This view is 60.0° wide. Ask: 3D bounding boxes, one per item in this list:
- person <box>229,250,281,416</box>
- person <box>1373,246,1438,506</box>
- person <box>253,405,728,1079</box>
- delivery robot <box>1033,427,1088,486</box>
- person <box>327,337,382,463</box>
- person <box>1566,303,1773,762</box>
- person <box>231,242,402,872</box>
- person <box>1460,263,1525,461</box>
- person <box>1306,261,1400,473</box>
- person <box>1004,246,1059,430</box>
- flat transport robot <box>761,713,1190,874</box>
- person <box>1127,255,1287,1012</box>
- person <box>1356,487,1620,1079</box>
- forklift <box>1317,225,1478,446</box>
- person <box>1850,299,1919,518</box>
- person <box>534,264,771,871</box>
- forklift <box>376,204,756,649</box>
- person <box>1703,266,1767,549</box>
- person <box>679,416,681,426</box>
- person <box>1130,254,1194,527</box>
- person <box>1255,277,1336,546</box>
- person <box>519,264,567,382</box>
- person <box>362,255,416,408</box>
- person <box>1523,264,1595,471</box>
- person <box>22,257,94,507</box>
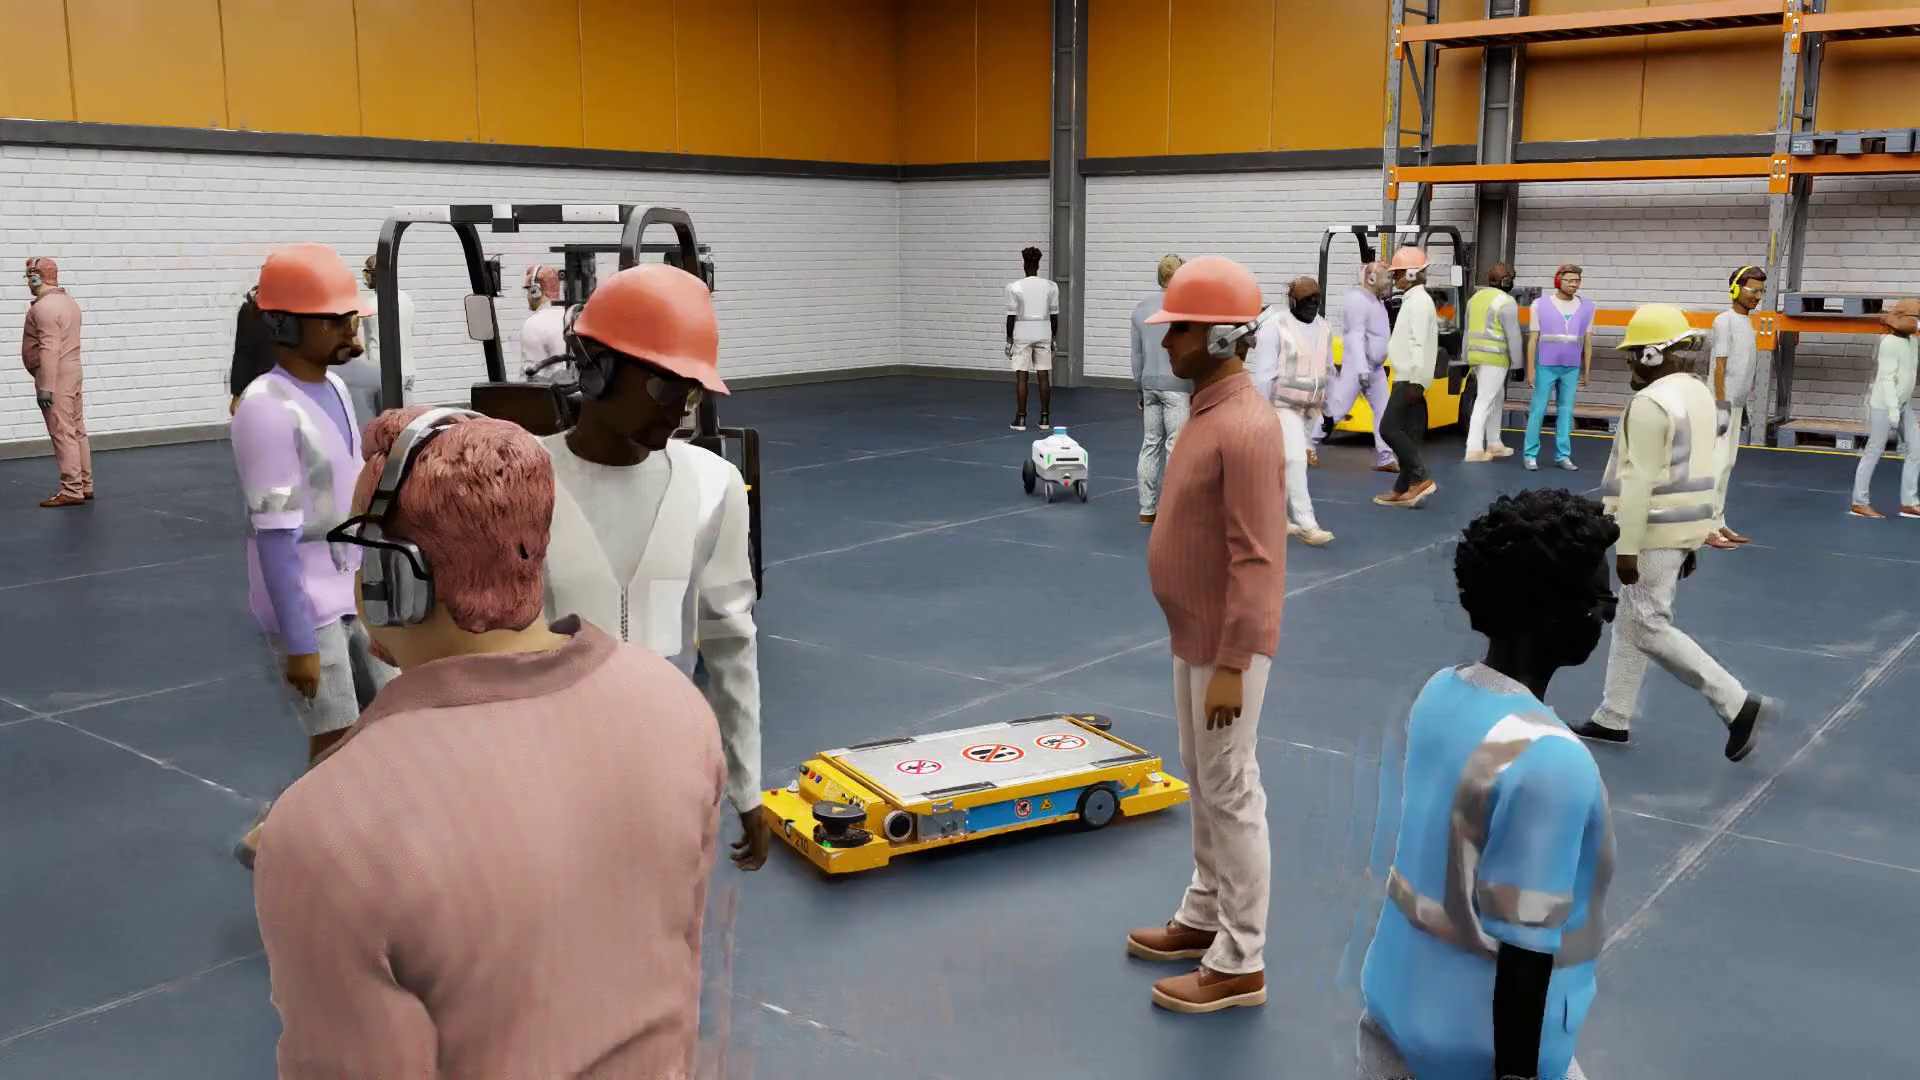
[{"bbox_3d":[-4.722,-1.013,11.520,0.554,1.961,0.645,2,10,12],"label":"person"},{"bbox_3d":[3.391,-1.224,12.638,0.429,1.981,0.657,2,10,11],"label":"person"},{"bbox_3d":[-0.480,0.775,1.902,0.983,1.869,0.648,7,12,33],"label":"person"},{"bbox_3d":[0.790,-0.654,13.183,0.477,0.478,0.707,-1,10,-7],"label":"delivery robot"},{"bbox_3d":[-3.446,-0.466,9.432,0.524,1.613,0.342,-4,11,-22],"label":"person"},{"bbox_3d":[2.820,-0.018,6.499,0.748,1.795,0.615,10,14,44],"label":"person"},{"bbox_3d":[-1.834,0.179,4.745,0.484,2.026,0.641,0,10,-3],"label":"person"},{"bbox_3d":[4.993,-1.634,15.358,0.737,1.816,0.653,-3,11,-14],"label":"person"},{"bbox_3d":[3.493,-1.528,14.679,0.980,1.862,0.650,8,13,38],"label":"person"},{"bbox_3d":[0.767,-2.165,17.903,0.607,1.966,0.367,-3,11,-16],"label":"person"},{"bbox_3d":[0.050,0.857,5.857,1.431,0.197,0.652,-6,12,-29],"label":"flat transport robot"},{"bbox_3d":[0.663,0.251,4.438,0.393,1.992,0.616,-1,10,-4],"label":"person"},{"bbox_3d":[0.904,0.747,2.560,0.768,1.663,0.551,-1,10,-5],"label":"person"},{"bbox_3d":[4.449,-2.115,16.993,1.214,2.155,2.313,8,13,38],"label":"forklift"},{"bbox_3d":[6.867,-0.934,12.072,0.530,1.609,0.683,-8,13,-36],"label":"person"},{"bbox_3d":[-0.725,0.474,3.213,0.744,1.992,0.466,-6,12,-31],"label":"person"},{"bbox_3d":[-1.766,-0.406,7.525,1.214,2.155,2.313,1,10,7],"label":"forklift"},{"bbox_3d":[5.142,-0.880,11.070,0.329,1.865,0.518,9,13,40],"label":"person"},{"bbox_3d":[-2.219,-1.270,13.288,0.430,1.844,0.624,4,11,23],"label":"person"},{"bbox_3d":[1.474,-1.030,11.689,0.362,1.938,0.635,-9,13,-40],"label":"person"},{"bbox_3d":[2.300,-0.864,11.190,0.692,1.786,0.884,-7,12,-34],"label":"person"},{"bbox_3d":[-2.508,-0.793,10.526,0.510,1.886,0.686,3,11,17],"label":"person"},{"bbox_3d":[-4.358,-1.213,12.703,0.371,1.941,0.627,1,10,5],"label":"person"},{"bbox_3d":[5.275,-1.507,14.676,0.574,1.829,0.421,0,10,-1],"label":"person"},{"bbox_3d":[-6.963,-1.210,12.780,0.401,1.904,0.648,-2,10,-11],"label":"person"}]
